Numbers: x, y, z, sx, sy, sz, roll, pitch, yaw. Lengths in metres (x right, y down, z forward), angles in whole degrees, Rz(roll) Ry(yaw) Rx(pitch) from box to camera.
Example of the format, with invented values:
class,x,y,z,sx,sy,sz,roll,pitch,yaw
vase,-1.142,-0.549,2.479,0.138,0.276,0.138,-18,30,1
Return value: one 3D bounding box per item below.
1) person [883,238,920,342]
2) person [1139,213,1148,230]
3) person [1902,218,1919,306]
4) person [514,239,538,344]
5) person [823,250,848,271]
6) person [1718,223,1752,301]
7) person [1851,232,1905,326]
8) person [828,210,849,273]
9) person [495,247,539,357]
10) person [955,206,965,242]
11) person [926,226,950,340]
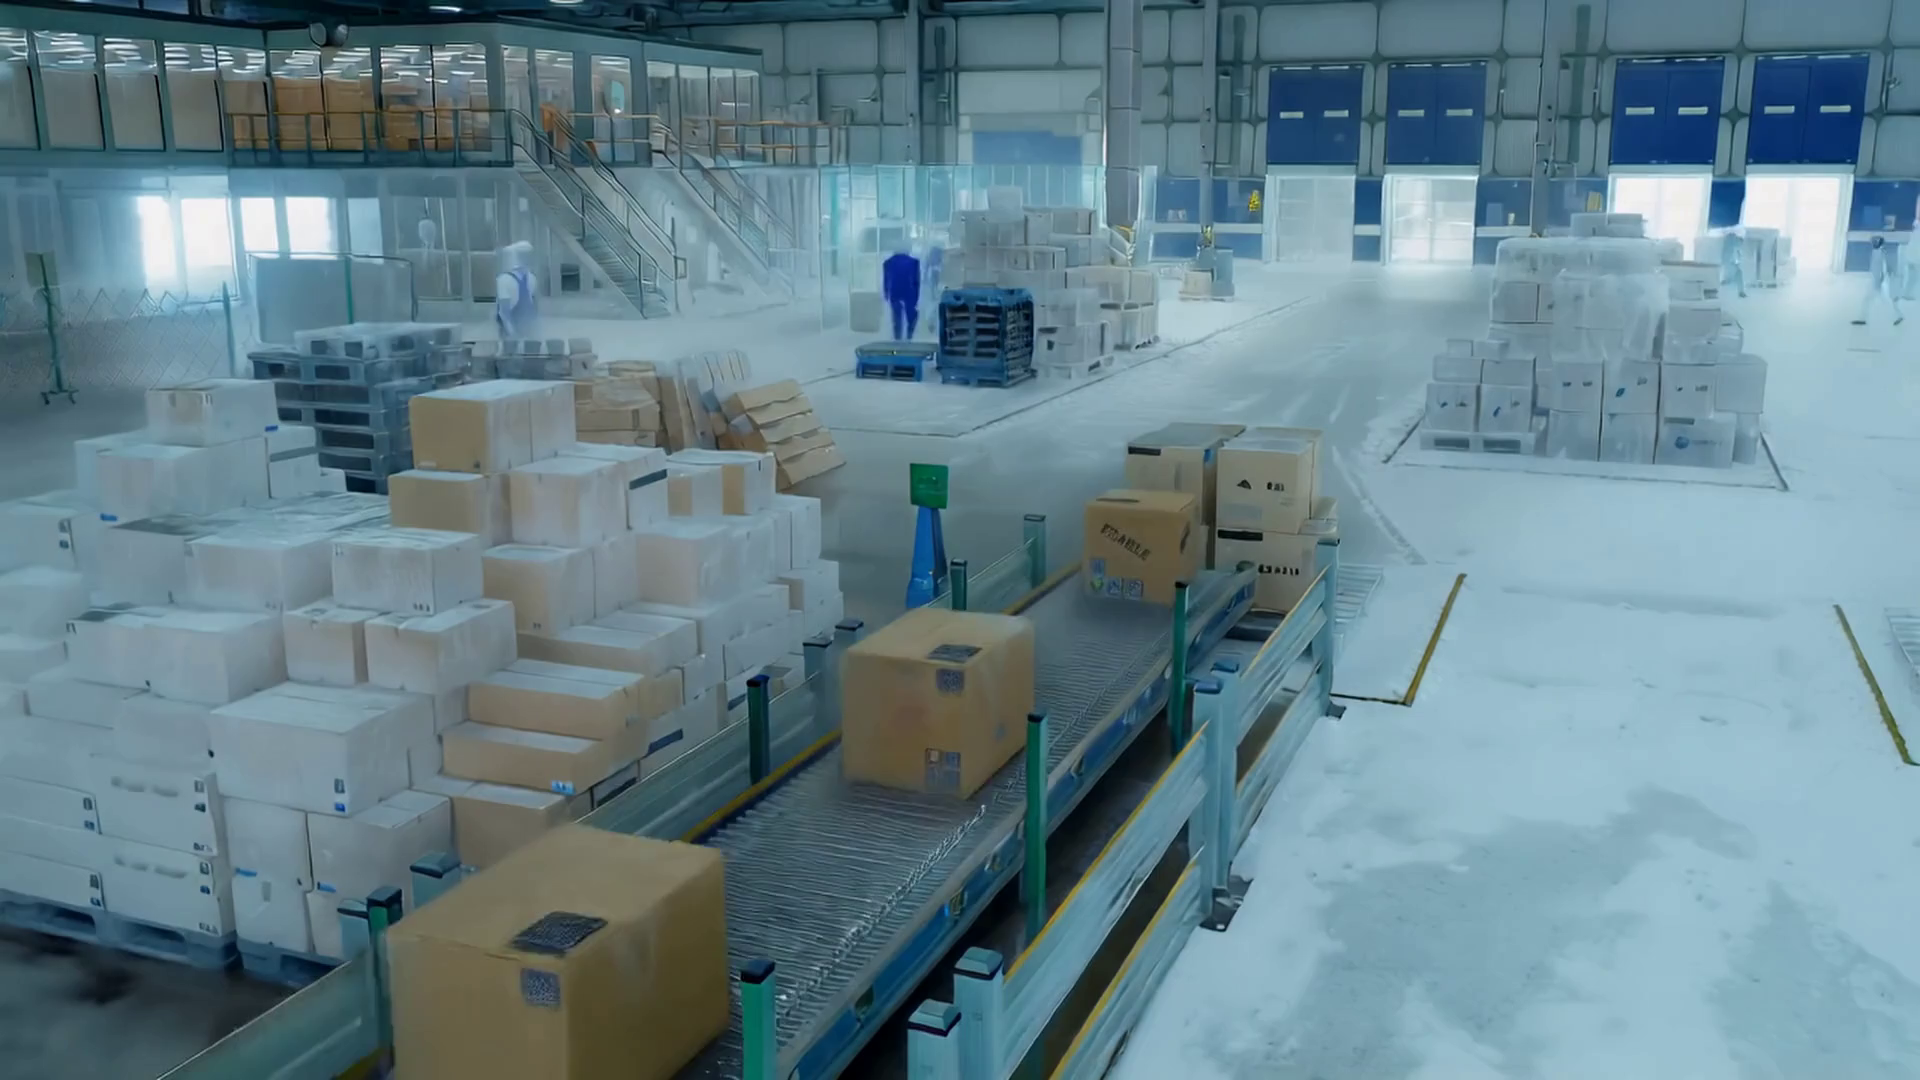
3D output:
class,x,y,z,sx,sy,sz,roll,pitch,yaw
person,-0.897,-3.936,27.010,0.662,1.916,0.701,5,13,21
person,5.706,-9.504,52.547,0.721,1.668,0.527,2,13,9
person,21.266,-6.174,36.938,0.619,1.979,0.439,-12,17,-43
person,-6.824,-3.729,26.054,0.370,1.936,0.553,3,13,15
person,-3.721,-8.919,49.779,0.769,1.740,0.526,-3,13,-15
person,17.892,-6.453,38.596,0.952,1.803,0.644,12,17,43
person,17.882,-5.047,32.226,0.896,1.828,0.539,1,13,3
person,-3.540,-8.764,48.887,0.539,1.824,0.643,-4,13,-17
person,-5.999,-3.007,22.575,1.036,2.000,0.684,10,16,38
person,0.010,-8.459,47.128,0.612,1.995,0.392,5,13,21
person,-0.348,-4.541,29.504,0.580,2.018,0.638,0,13,-2
